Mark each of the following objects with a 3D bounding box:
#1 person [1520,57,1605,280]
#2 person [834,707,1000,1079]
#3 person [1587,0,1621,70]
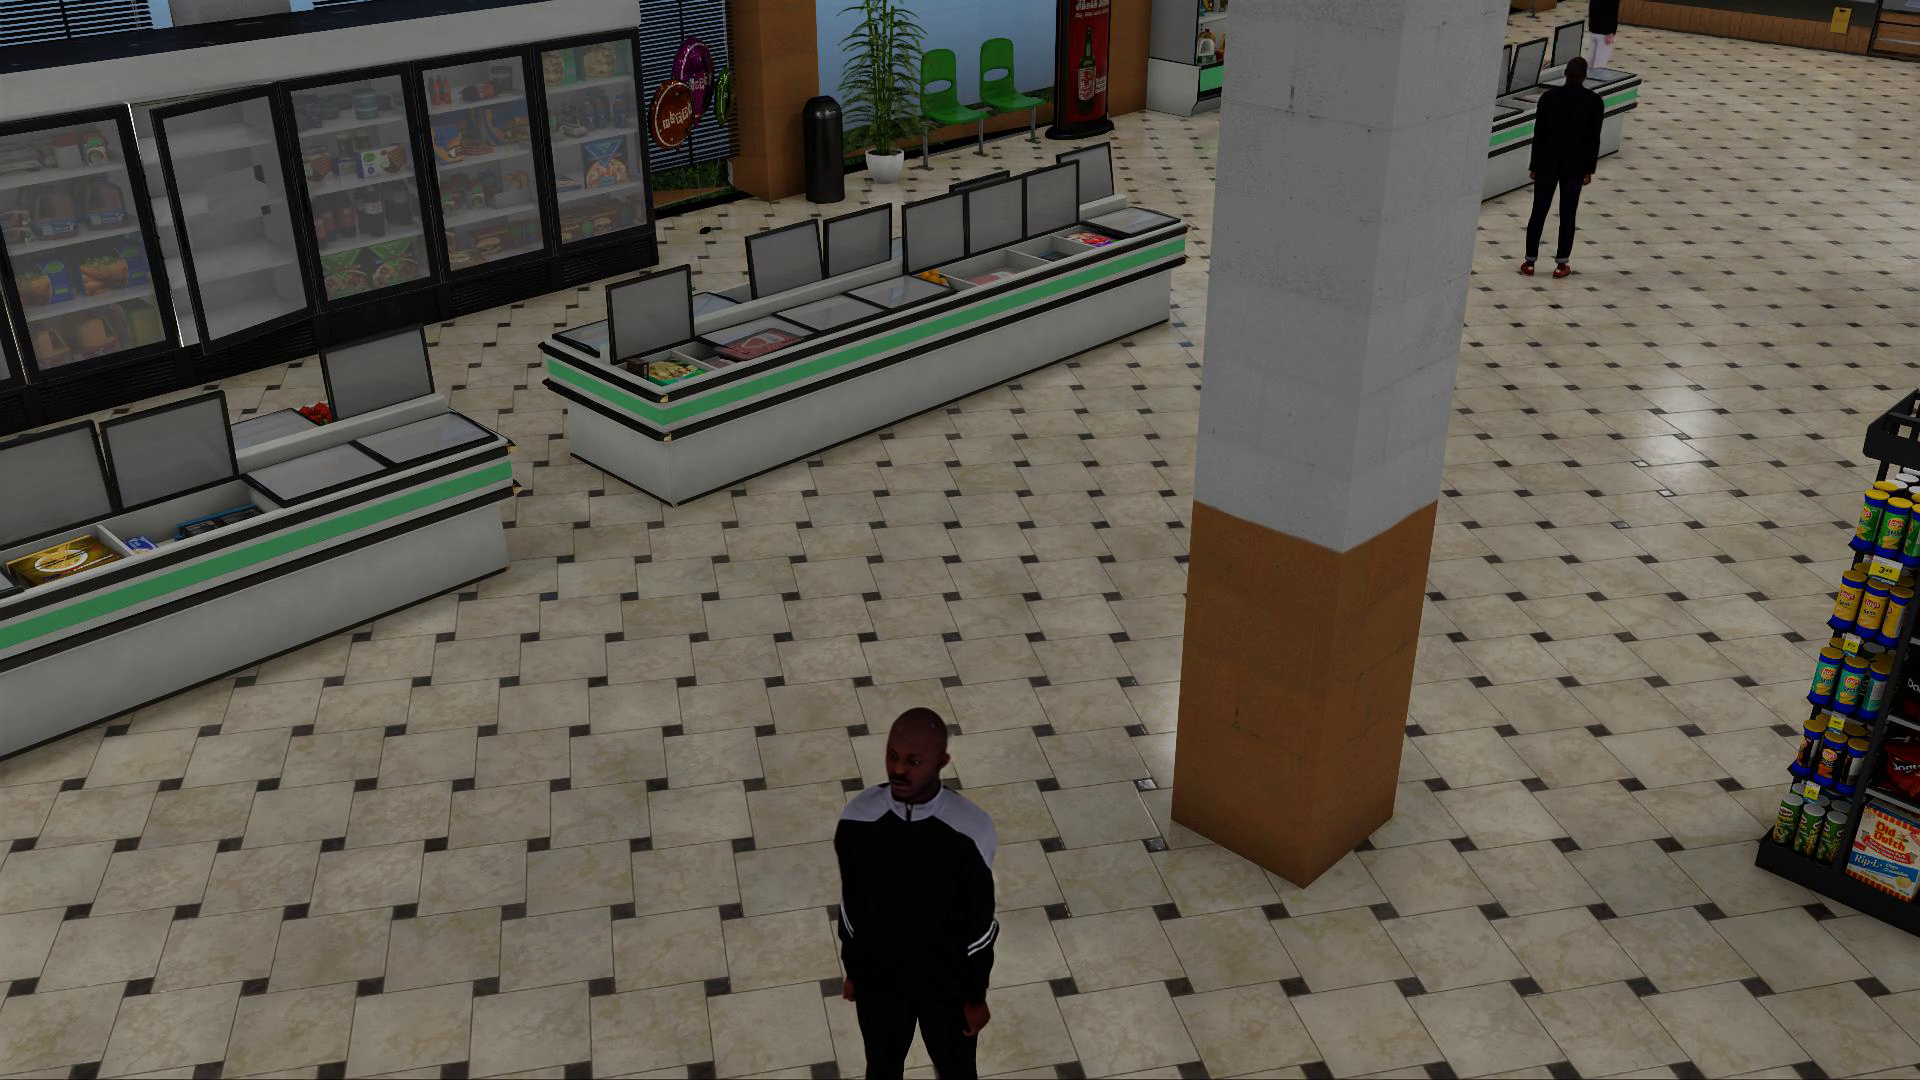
[{"bbox_3d":[4.982,-3.081,13.793,0.776,1.819,0.751,10,29,19],"label":"person"},{"bbox_3d":[-0.127,1.301,5.142,0.736,1.828,0.722,8,28,15],"label":"person"},{"bbox_3d":[7.460,-5.915,19.356,0.762,1.842,0.729,-2,27,-5],"label":"person"}]
